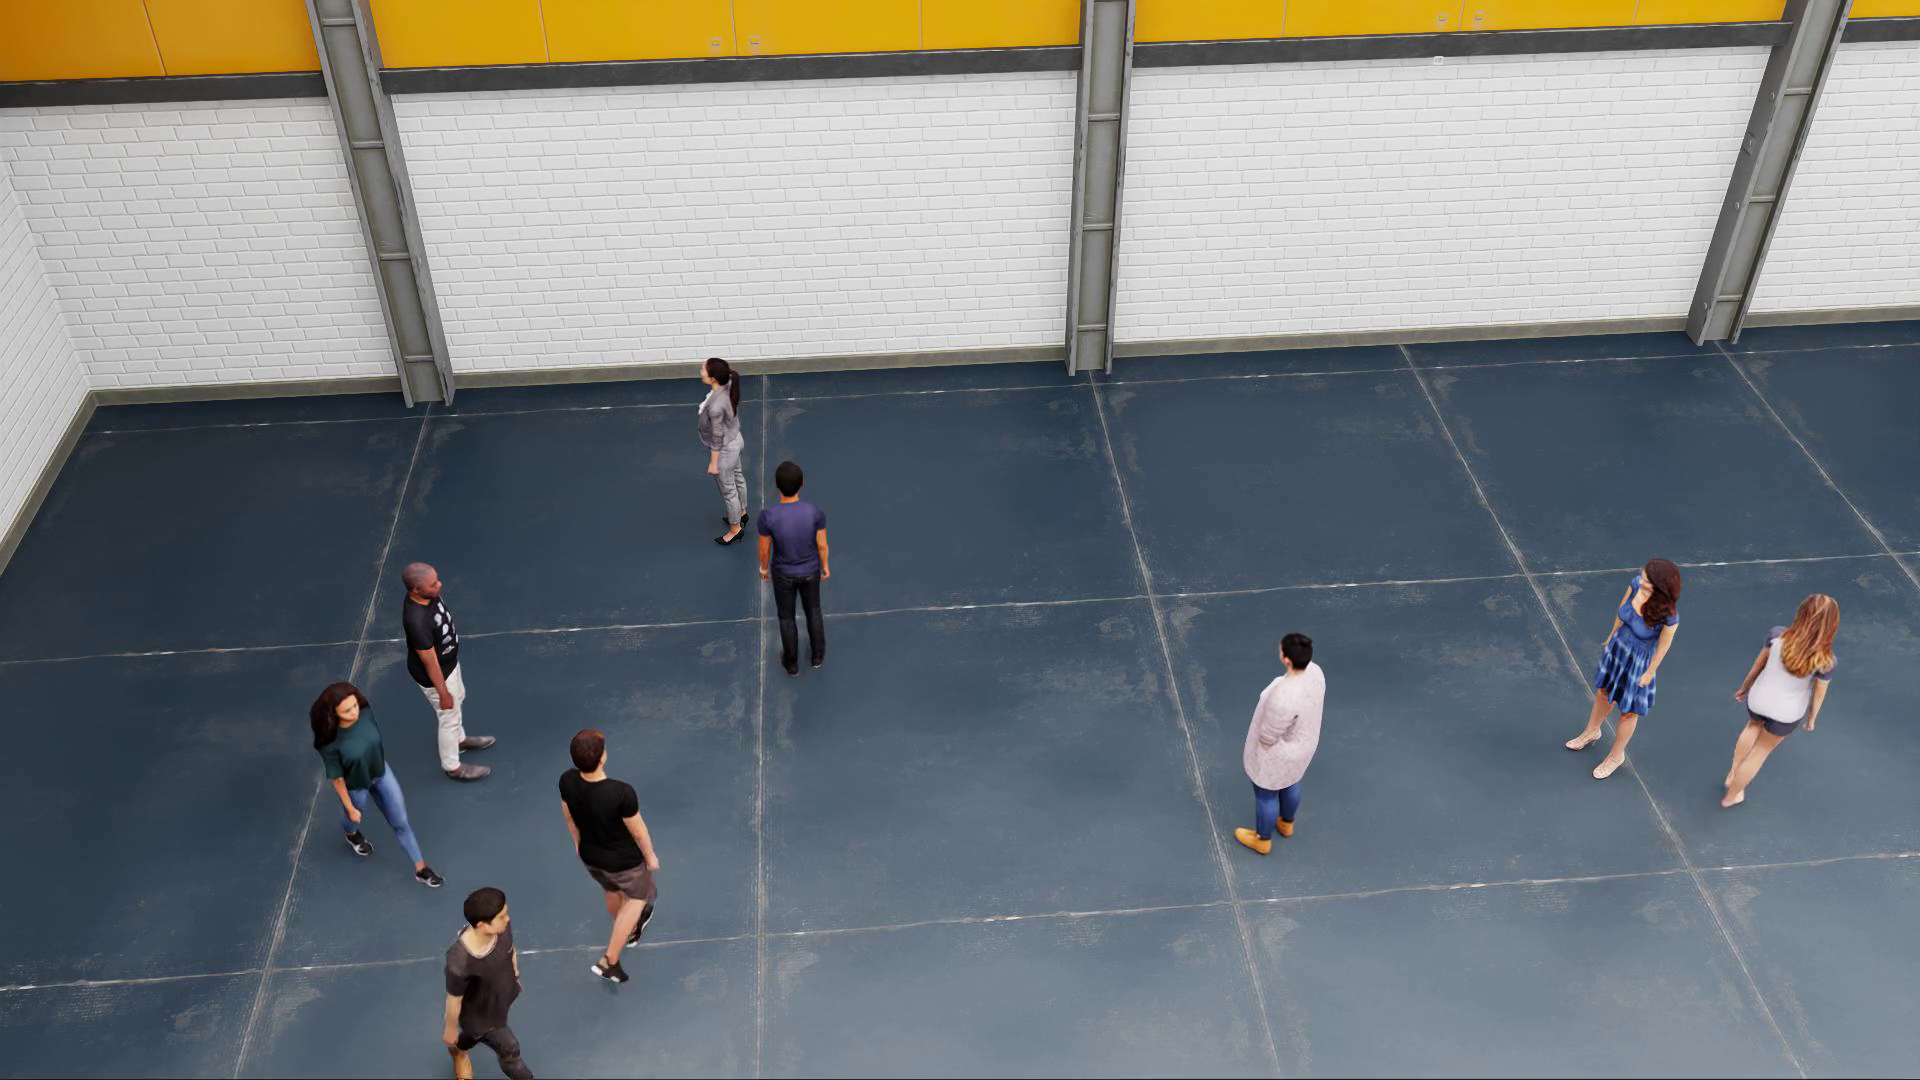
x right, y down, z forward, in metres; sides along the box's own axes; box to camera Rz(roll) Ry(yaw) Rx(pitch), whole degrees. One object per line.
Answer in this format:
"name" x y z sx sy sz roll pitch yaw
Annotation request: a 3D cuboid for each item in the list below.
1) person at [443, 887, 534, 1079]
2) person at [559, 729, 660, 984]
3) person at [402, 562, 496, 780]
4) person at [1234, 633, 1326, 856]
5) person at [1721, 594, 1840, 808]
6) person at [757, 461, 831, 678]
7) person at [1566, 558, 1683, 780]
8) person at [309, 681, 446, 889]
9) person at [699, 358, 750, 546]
"person" -2.642 2.476 9.004 1.135 1.664 0.885 14 41 17
"person" -2.056 1.853 9.633 1.026 1.853 0.996 14 41 17
"person" -3.443 0.848 10.934 0.638 1.800 0.686 -7 39 -9
"person" 2.048 1.270 10.451 0.855 1.744 0.786 30 48 32
"person" 5.194 1.109 10.689 0.809 1.698 0.770 -28 46 -31
"person" -1.170 0.223 11.722 0.548 1.793 0.750 -9 40 -11
"person" 4.401 0.823 10.959 0.655 1.807 0.719 -12 40 -14
"person" -3.764 1.477 10.331 1.159 1.570 1.039 23 44 26
"person" -1.825 -0.702 12.972 0.670 1.678 0.676 6 39 8
